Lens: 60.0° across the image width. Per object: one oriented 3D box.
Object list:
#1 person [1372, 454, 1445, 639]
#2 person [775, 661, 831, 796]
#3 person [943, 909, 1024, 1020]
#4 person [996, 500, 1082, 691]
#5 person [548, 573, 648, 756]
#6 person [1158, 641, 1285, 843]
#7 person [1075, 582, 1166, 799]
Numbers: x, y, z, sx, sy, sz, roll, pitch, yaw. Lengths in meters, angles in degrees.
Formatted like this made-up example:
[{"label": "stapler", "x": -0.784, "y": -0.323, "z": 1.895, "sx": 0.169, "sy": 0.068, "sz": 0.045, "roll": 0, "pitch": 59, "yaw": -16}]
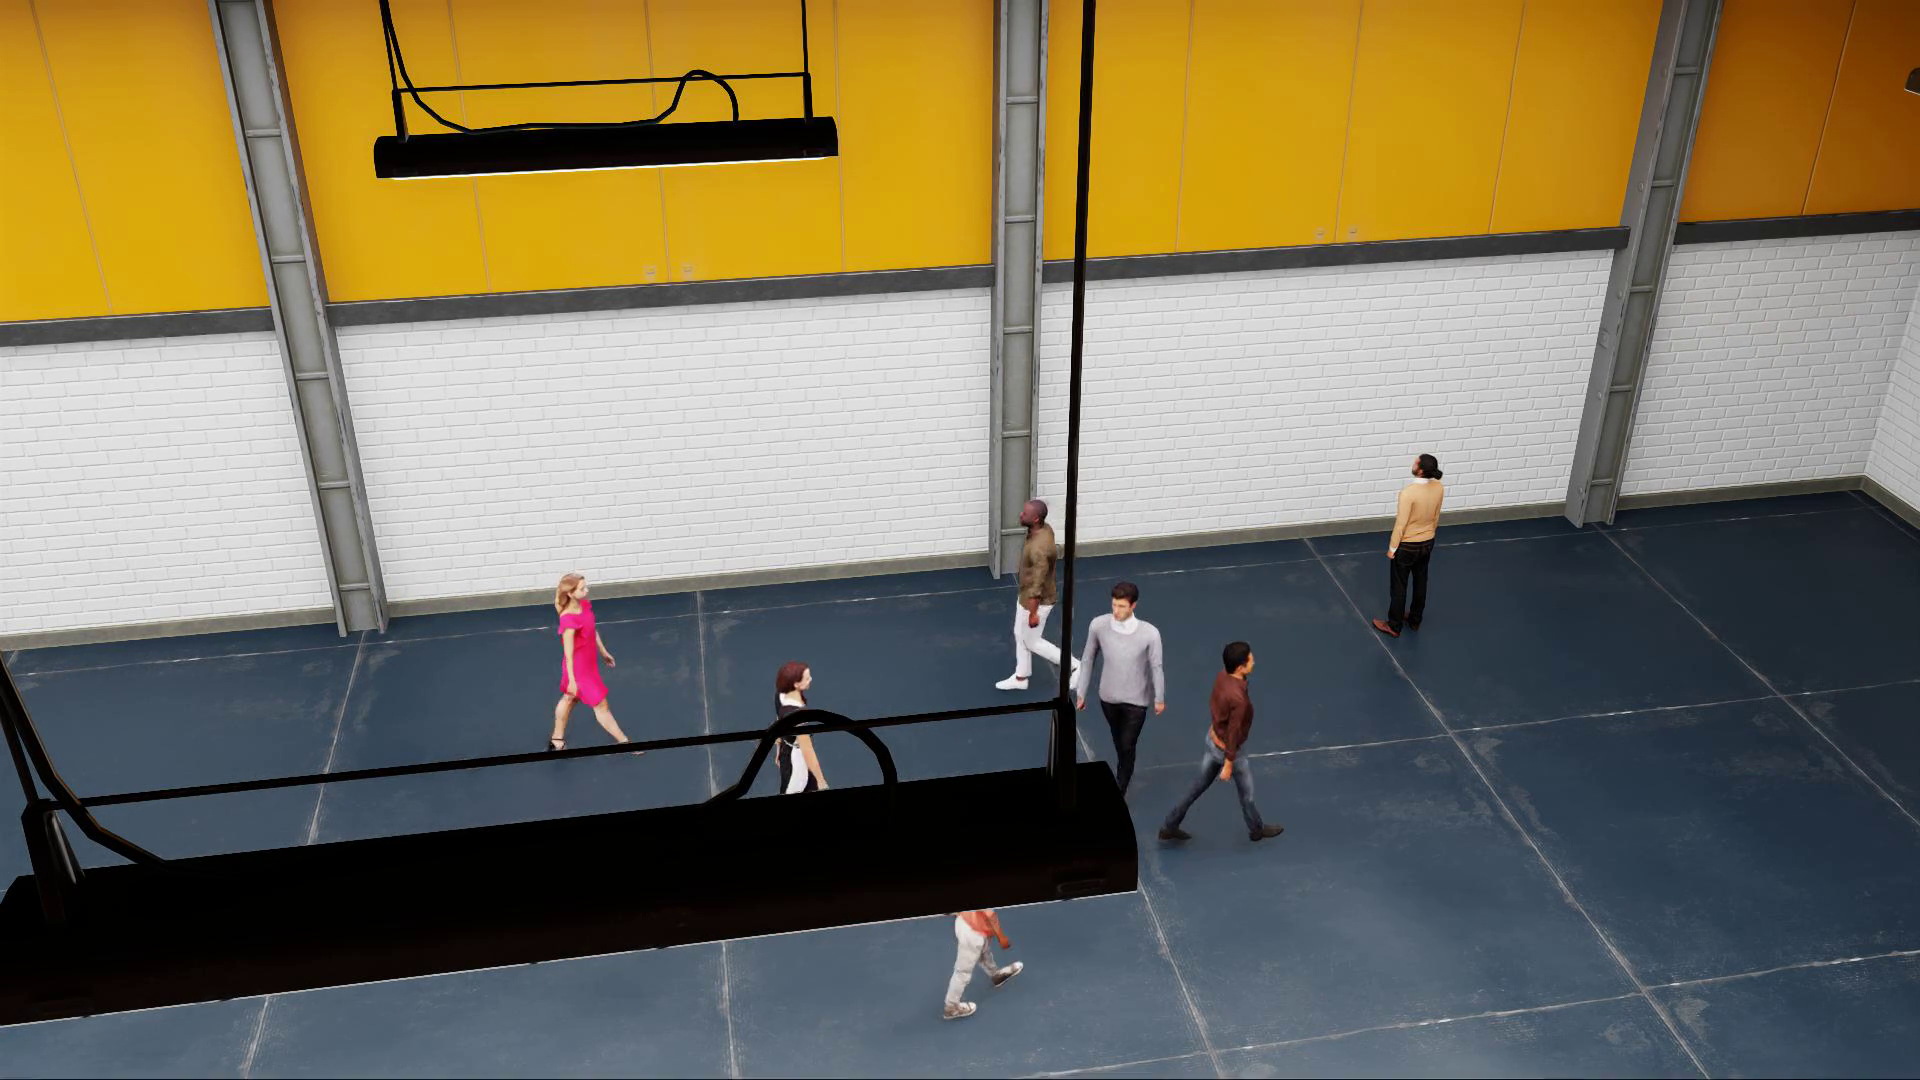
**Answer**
[{"label": "person", "x": 3.991, "y": 0.031, "z": 14.668, "sx": 0.650, "sy": 1.754, "sz": 0.798, "roll": -15, "pitch": 32, "yaw": -25}, {"label": "person", "x": -1.230, "y": 1.663, "z": 11.685, "sx": 1.177, "sy": 1.747, "sz": 0.752, "roll": -10, "pitch": 30, "yaw": -17}, {"label": "person", "x": 0.024, "y": 2.519, "z": 10.601, "sx": 0.901, "sy": 1.283, "sz": 0.633, "roll": -12, "pitch": 31, "yaw": -21}, {"label": "person", "x": 0.695, "y": 0.499, "z": 13.765, "sx": 1.016, "sy": 1.799, "sz": 0.796, "roll": -1, "pitch": 29, "yaw": -2}, {"label": "person", "x": -3.044, "y": 1.004, "z": 12.954, "sx": 1.063, "sy": 1.688, "sz": 0.711, "roll": 0, "pitch": 29, "yaw": -1}, {"label": "person", "x": 1.816, "y": 1.514, "z": 11.974, "sx": 1.149, "sy": 1.732, "sz": 0.656, "roll": -5, "pitch": 29, "yaw": -9}, {"label": "person", "x": 1.283, "y": 1.112, "z": 12.540, "sx": 1.169, "sy": 1.896, "sz": 1.201, "roll": 15, "pitch": 32, "yaw": 25}]
